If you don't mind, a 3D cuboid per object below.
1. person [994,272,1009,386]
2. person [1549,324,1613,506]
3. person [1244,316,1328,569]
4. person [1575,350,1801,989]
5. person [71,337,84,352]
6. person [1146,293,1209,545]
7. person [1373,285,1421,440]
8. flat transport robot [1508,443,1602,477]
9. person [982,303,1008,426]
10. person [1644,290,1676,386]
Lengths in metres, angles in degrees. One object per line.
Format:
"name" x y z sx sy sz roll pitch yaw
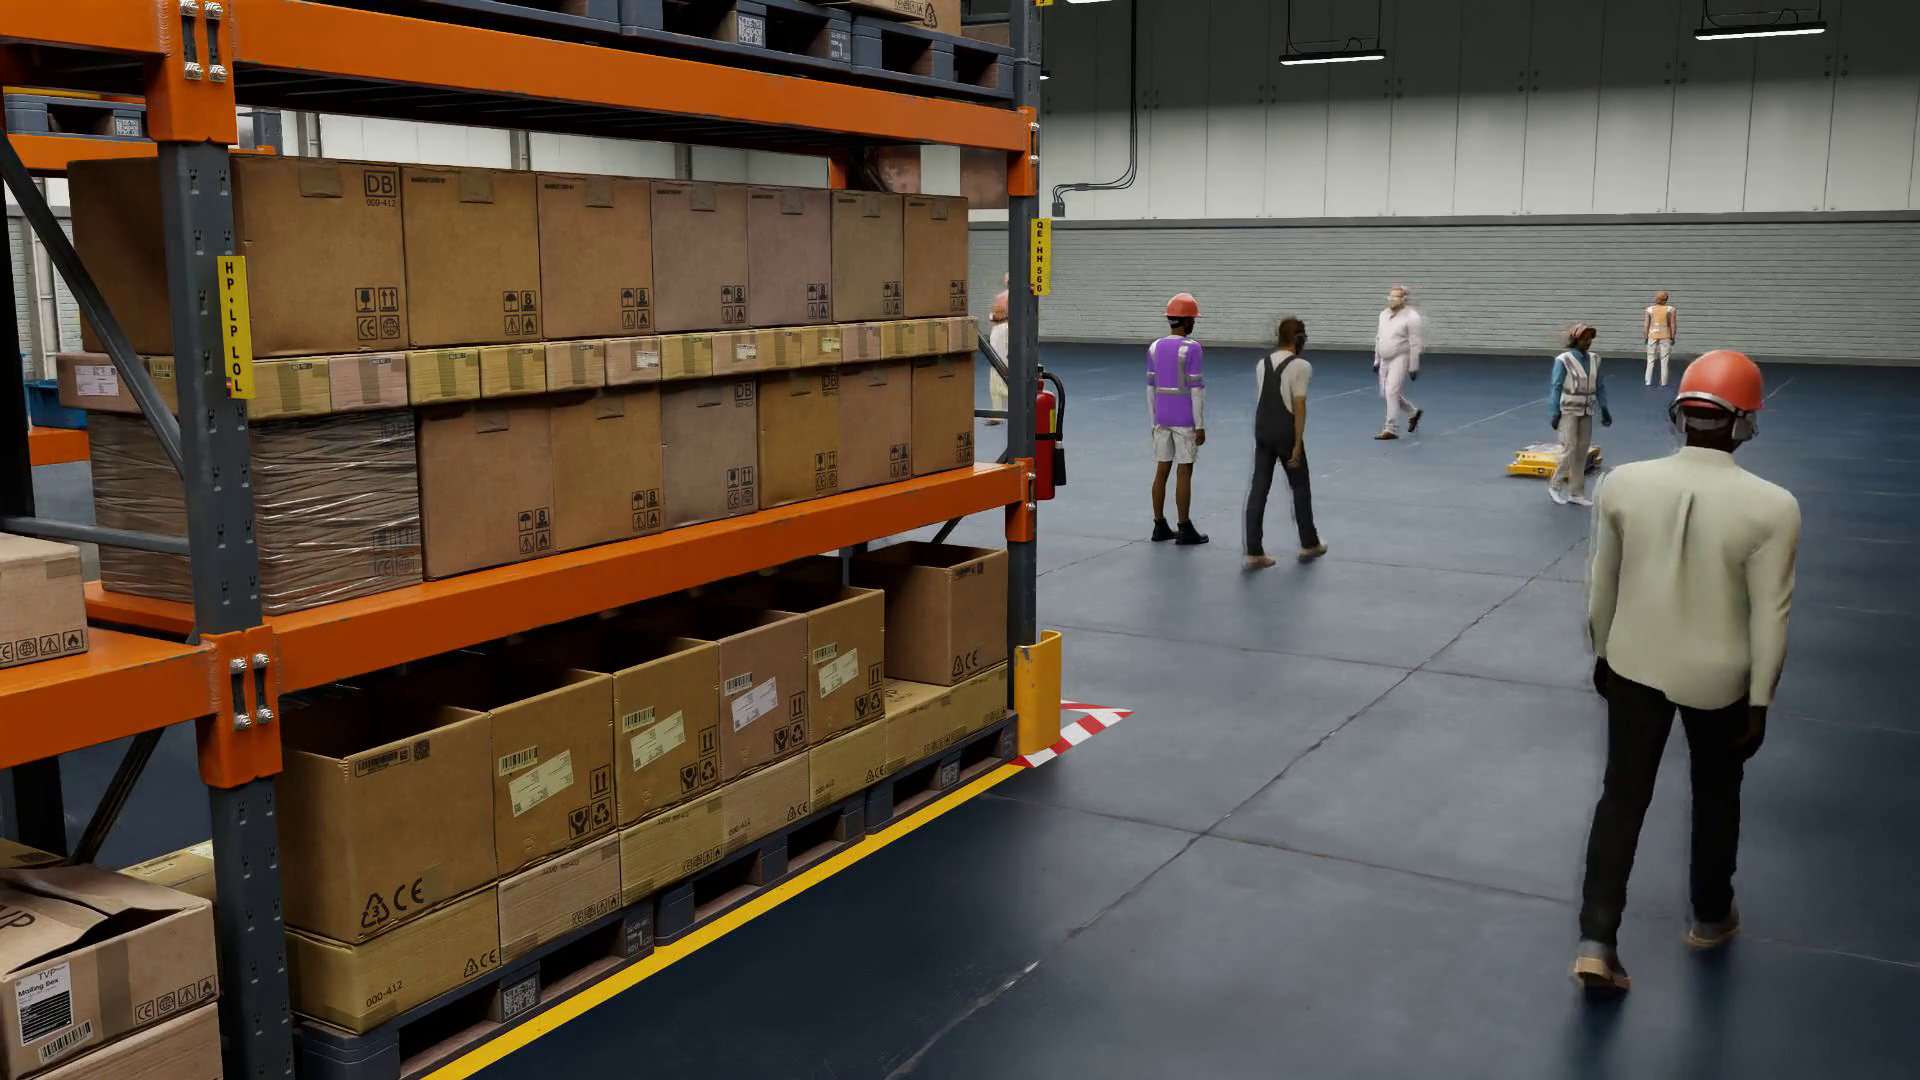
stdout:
"person" 0.889 -3.565 28.193 0.629 1.977 0.746 0 10 1
"person" 5.513 -1.111 14.838 0.536 1.631 0.374 -5 11 -26
"person" 2.360 -0.710 12.030 0.496 1.790 0.963 9 13 44
"person" 2.196 0.397 5.095 0.618 1.957 0.994 8 12 38
"person" -8.301 -1.370 16.162 0.500 1.686 0.914 -2 10 -13
"person" 1.697 -0.934 12.904 0.365 1.939 0.542 -8 12 -39
"person" 5.383 -2.173 20.322 0.736 1.884 0.654 -4 11 -23
"flat transport robot" 6.181 -0.840 17.229 0.652 0.197 1.431 6 11 31
"person" 0.582 -2.294 21.790 0.506 1.624 0.504 -4 10 -20
"person" 11.985 -3.449 28.493 0.512 1.645 0.307 5 11 29
